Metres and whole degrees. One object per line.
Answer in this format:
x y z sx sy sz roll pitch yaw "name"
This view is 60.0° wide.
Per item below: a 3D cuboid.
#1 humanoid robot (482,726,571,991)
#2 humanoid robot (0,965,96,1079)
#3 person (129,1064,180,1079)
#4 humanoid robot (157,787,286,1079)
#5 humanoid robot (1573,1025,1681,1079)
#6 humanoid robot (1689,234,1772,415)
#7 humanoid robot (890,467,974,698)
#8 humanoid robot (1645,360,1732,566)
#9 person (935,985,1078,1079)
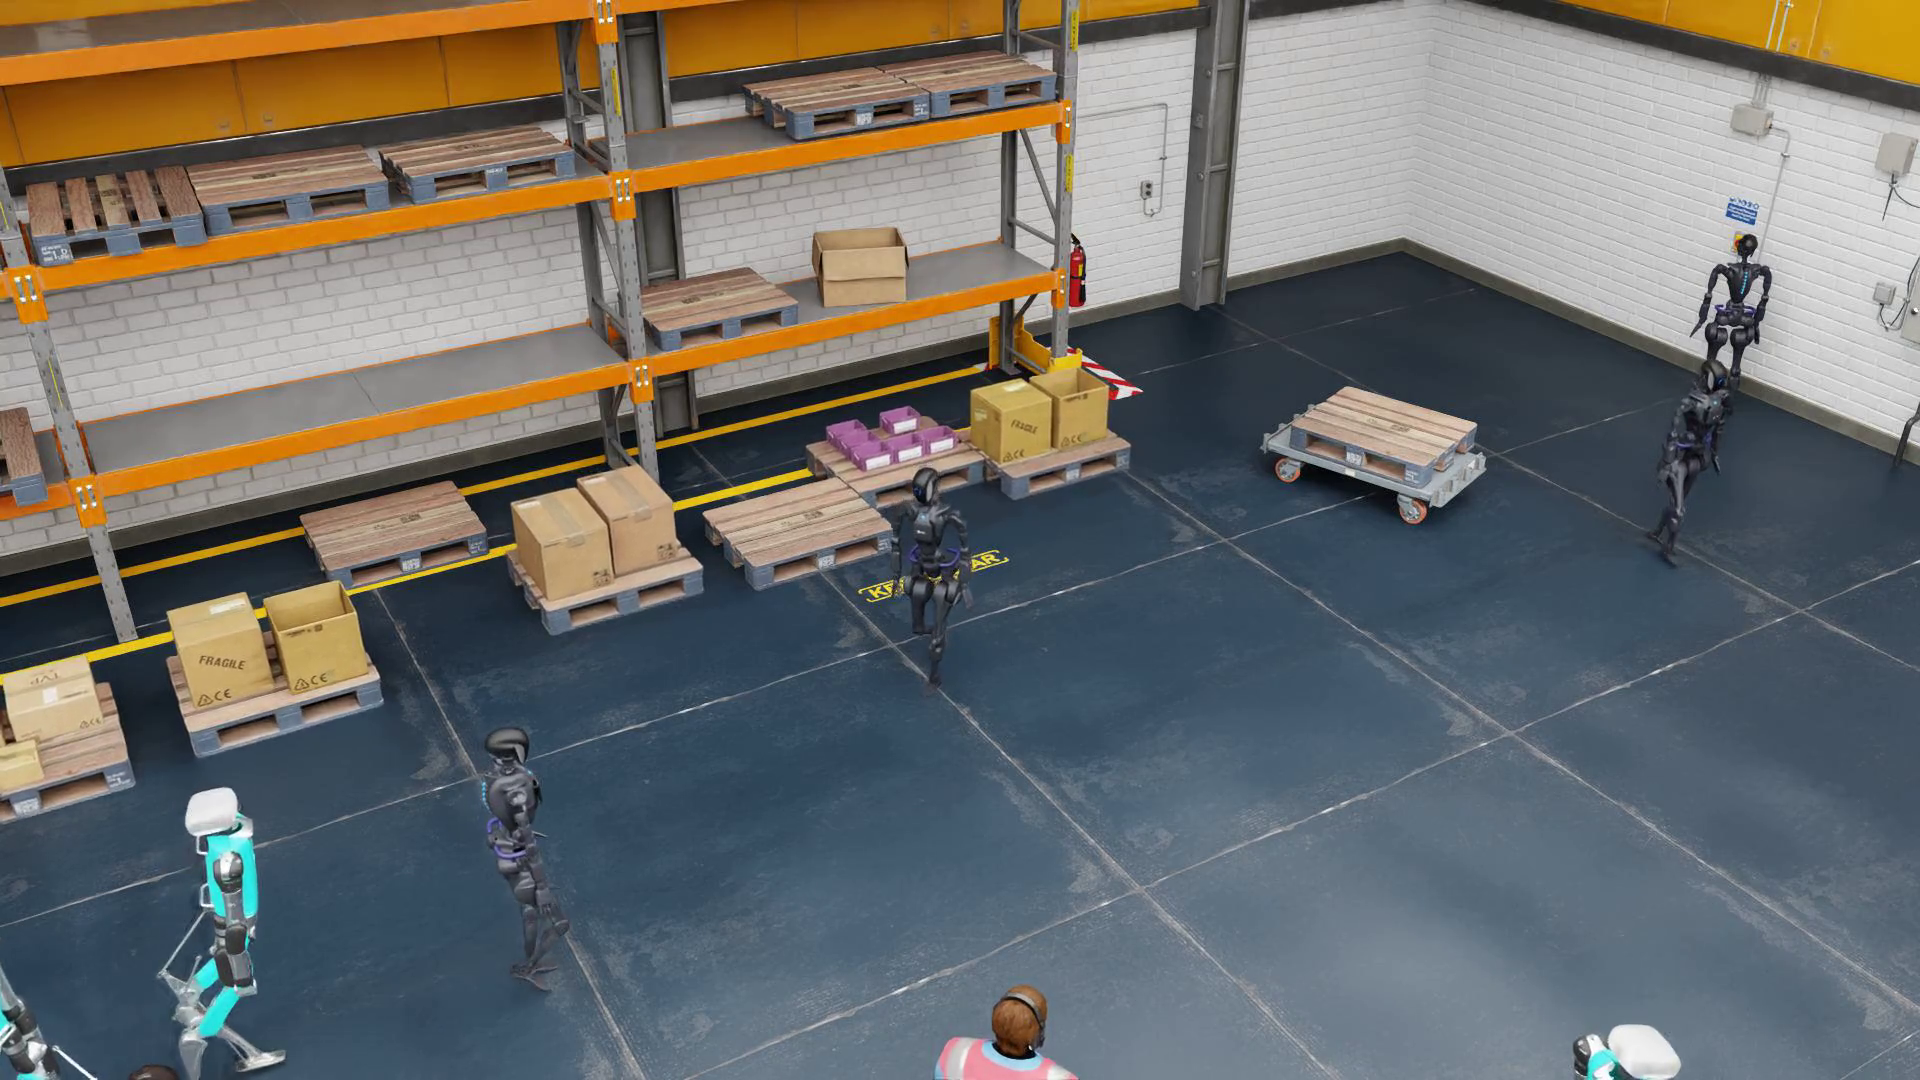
-2.279 1.640 8.640 0.361 1.652 0.590 -14 32 -23 "humanoid robot"
-3.968 2.462 7.215 0.774 1.860 0.530 4 30 8 "humanoid robot"
-2.930 2.788 6.416 0.535 1.870 0.417 -8 30 -13 "person"
-3.645 2.041 7.974 0.774 1.899 0.547 -11 31 -18 "humanoid robot"
2.766 2.668 6.787 0.669 1.832 0.540 -9 31 -15 "humanoid robot"
6.926 -1.945 14.971 0.599 1.657 0.315 5 30 8 "humanoid robot"
-0.152 0.219 11.178 0.611 1.638 0.592 11 31 18 "humanoid robot"
5.562 -0.623 12.659 0.605 1.640 0.534 -13 32 -22 "humanoid robot"
0.212 2.564 6.854 0.628 1.836 0.431 11 31 19 "person"
